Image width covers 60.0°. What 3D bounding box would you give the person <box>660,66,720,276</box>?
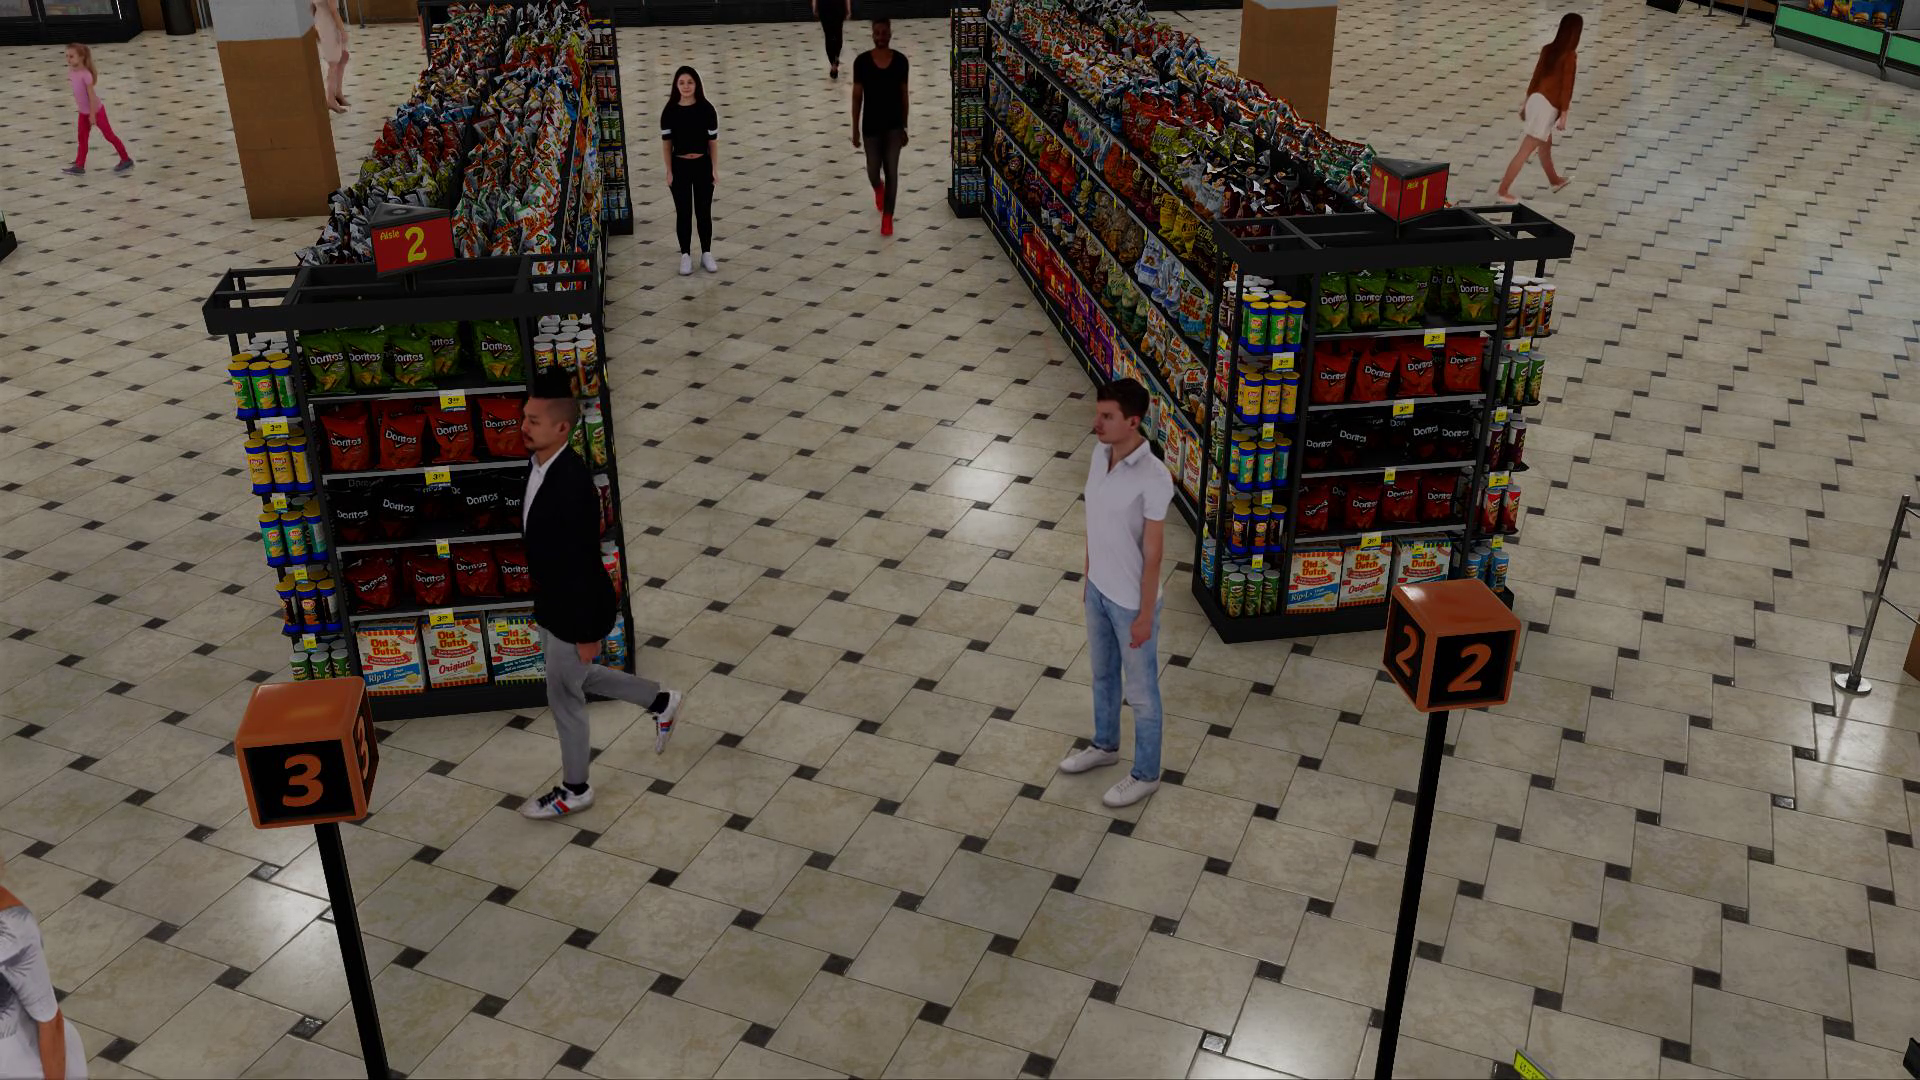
[{"bbox_3d":[-2.136,-2.947,13.243,0.622,1.639,0.605,-7,28,-14],"label":"person"}]

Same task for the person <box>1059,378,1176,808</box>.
[{"bbox_3d":[0.677,0.209,6.787,0.770,1.851,0.611,-14,30,-26],"label":"person"}]

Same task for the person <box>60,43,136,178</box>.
[{"bbox_3d":[-8.316,-4.141,16.040,0.858,1.239,0.939,16,31,29],"label":"person"}]

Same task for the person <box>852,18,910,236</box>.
[{"bbox_3d":[-0.667,-3.590,14.361,0.738,1.775,1.159,-1,27,-2],"label":"person"}]

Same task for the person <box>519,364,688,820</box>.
[{"bbox_3d":[-1.479,0.218,6.675,1.005,1.934,1.081,-16,31,-28],"label":"person"}]

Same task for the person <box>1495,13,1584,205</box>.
[{"bbox_3d":[5.182,-3.831,14.974,0.768,1.650,1.113,-7,28,-14],"label":"person"}]

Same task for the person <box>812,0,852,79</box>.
[{"bbox_3d":[-1.549,-6.403,20.034,0.616,1.661,1.129,-5,27,-10],"label":"person"}]

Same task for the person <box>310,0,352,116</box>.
[{"bbox_3d":[-7.003,-5.525,18.239,0.739,1.718,0.810,23,35,38],"label":"person"}]
